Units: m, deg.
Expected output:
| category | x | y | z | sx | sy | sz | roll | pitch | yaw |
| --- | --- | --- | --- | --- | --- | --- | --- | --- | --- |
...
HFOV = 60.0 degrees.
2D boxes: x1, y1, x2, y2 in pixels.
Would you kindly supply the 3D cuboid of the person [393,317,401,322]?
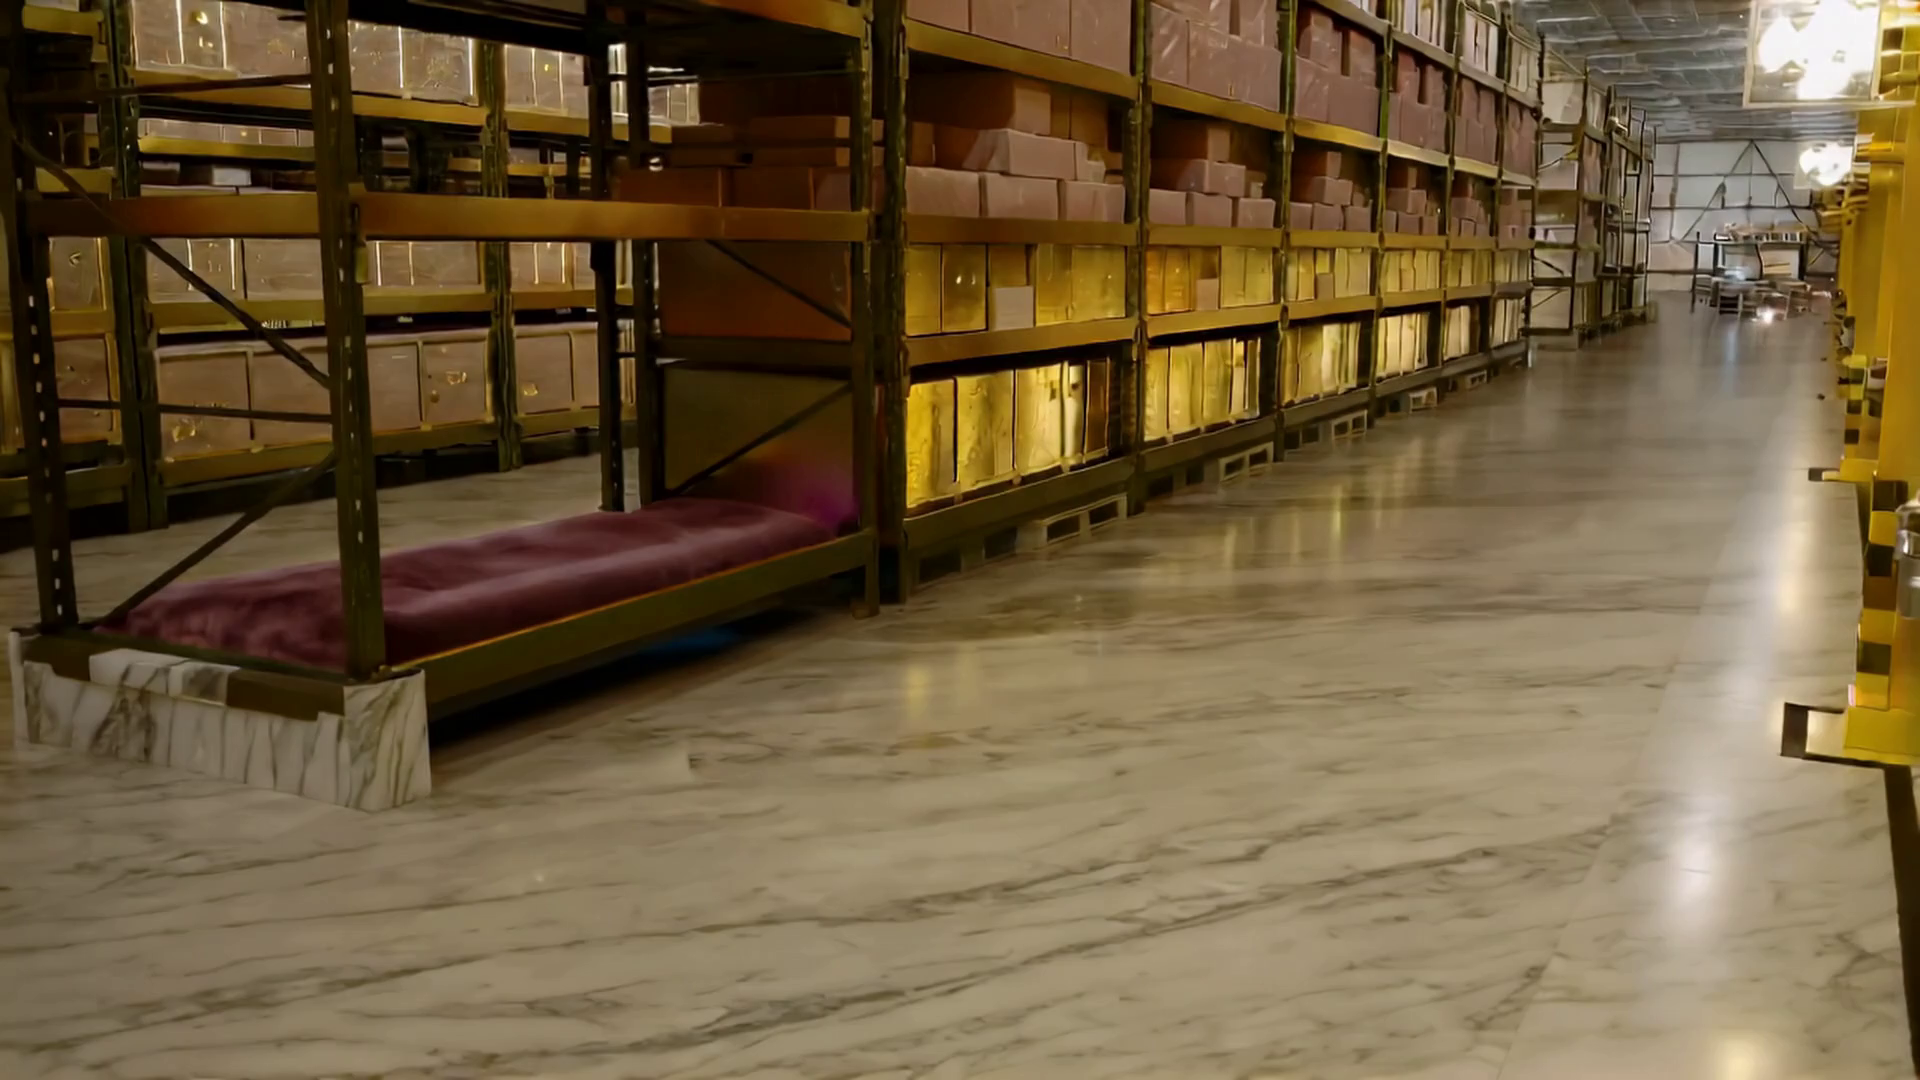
| category | x | y | z | sx | sy | sz | roll | pitch | yaw |
| --- | --- | --- | --- | --- | --- | --- | --- | --- | --- |
| person | -10.469 | -3.920 | 30.663 | 0.317 | 1.633 | 0.515 | -4 | 11 | -22 |
